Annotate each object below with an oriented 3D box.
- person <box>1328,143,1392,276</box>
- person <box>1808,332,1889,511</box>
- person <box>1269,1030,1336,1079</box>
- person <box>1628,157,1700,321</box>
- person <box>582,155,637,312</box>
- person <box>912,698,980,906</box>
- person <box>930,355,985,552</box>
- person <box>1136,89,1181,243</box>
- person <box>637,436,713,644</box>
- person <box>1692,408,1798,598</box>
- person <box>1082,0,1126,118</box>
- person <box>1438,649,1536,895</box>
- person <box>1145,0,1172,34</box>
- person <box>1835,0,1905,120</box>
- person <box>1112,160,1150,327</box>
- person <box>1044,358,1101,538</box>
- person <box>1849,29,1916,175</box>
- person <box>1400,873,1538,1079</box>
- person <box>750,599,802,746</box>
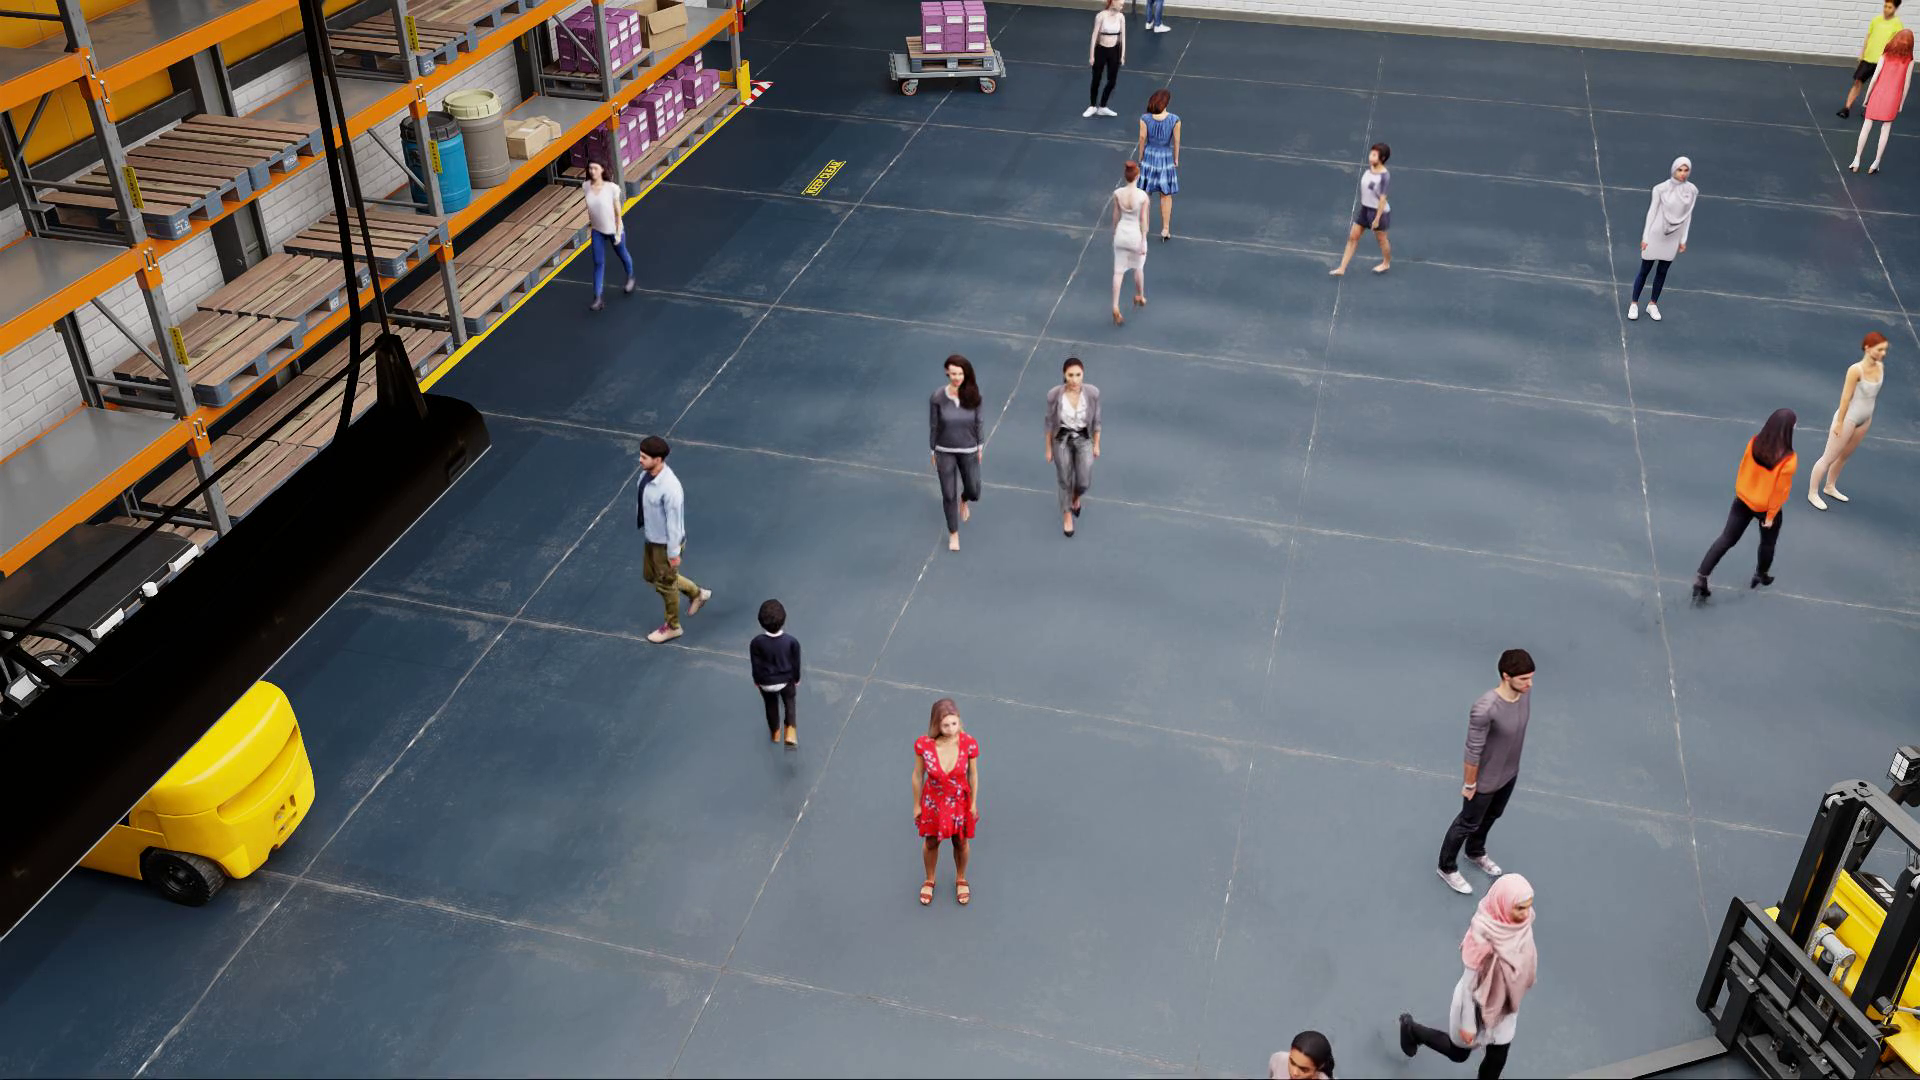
[{"bbox_3d":[4.656,-3.649,18.491,1.031,1.514,1.016,-15,36,-21],"label":"person"},{"bbox_3d":[7.749,-1.056,14.471,0.610,1.644,0.662,-16,37,-23],"label":"person"},{"bbox_3d":[1.735,3.002,8.320,0.985,1.694,1.227,29,43,36],"label":"person"},{"bbox_3d":[7.426,-3.187,17.561,0.640,1.775,0.575,4,34,6],"label":"person"},{"bbox_3d":[-3.745,-3.330,17.902,0.630,1.634,1.129,7,34,11],"label":"person"},{"bbox_3d":[-0.081,1.642,10.461,0.628,1.591,0.618,0,34,0],"label":"person"},{"bbox_3d":[-0.042,-0.782,13.959,0.780,1.755,0.900,-4,34,-6],"label":"person"},{"bbox_3d":[2.287,-4.335,19.258,0.675,1.805,0.580,6,34,9],"label":"person"},{"bbox_3d":[-2.198,-0.025,12.779,0.988,1.801,0.931,-16,37,-22],"label":"person"},{"bbox_3d":[6.245,-0.245,13.191,1.120,1.711,1.098,-15,36,-21],"label":"person"},{"bbox_3d":[1.975,-6.643,22.804,0.766,1.725,0.767,-2,34,-3],"label":"person"},{"bbox_3d":[3.363,1.431,10.545,0.690,1.849,0.796,-24,41,-32],"label":"person"},{"bbox_3d":[3.107,-8.940,26.132,0.840,1.866,0.797,-20,39,-28],"label":"person"},{"bbox_3d":[12.609,-6.610,22.794,1.104,1.681,0.984,-24,41,-32],"label":"person"},{"bbox_3d":[1.720,-3.083,17.411,0.740,1.766,0.962,18,38,25],"label":"person"},{"bbox_3d":[0.950,-0.830,14.111,0.713,1.667,0.737,0,34,-1],"label":"person"},{"bbox_3d":[11.716,-5.560,21.084,0.644,1.826,0.568,15,36,21],"label":"person"},{"bbox_3d":[2.779,2.464,9.053,1.036,1.781,1.114,-17,37,-24],"label":"person"},{"bbox_3d":[-1.297,0.980,11.795,0.641,1.216,0.735,-6,34,-9],"label":"person"}]
